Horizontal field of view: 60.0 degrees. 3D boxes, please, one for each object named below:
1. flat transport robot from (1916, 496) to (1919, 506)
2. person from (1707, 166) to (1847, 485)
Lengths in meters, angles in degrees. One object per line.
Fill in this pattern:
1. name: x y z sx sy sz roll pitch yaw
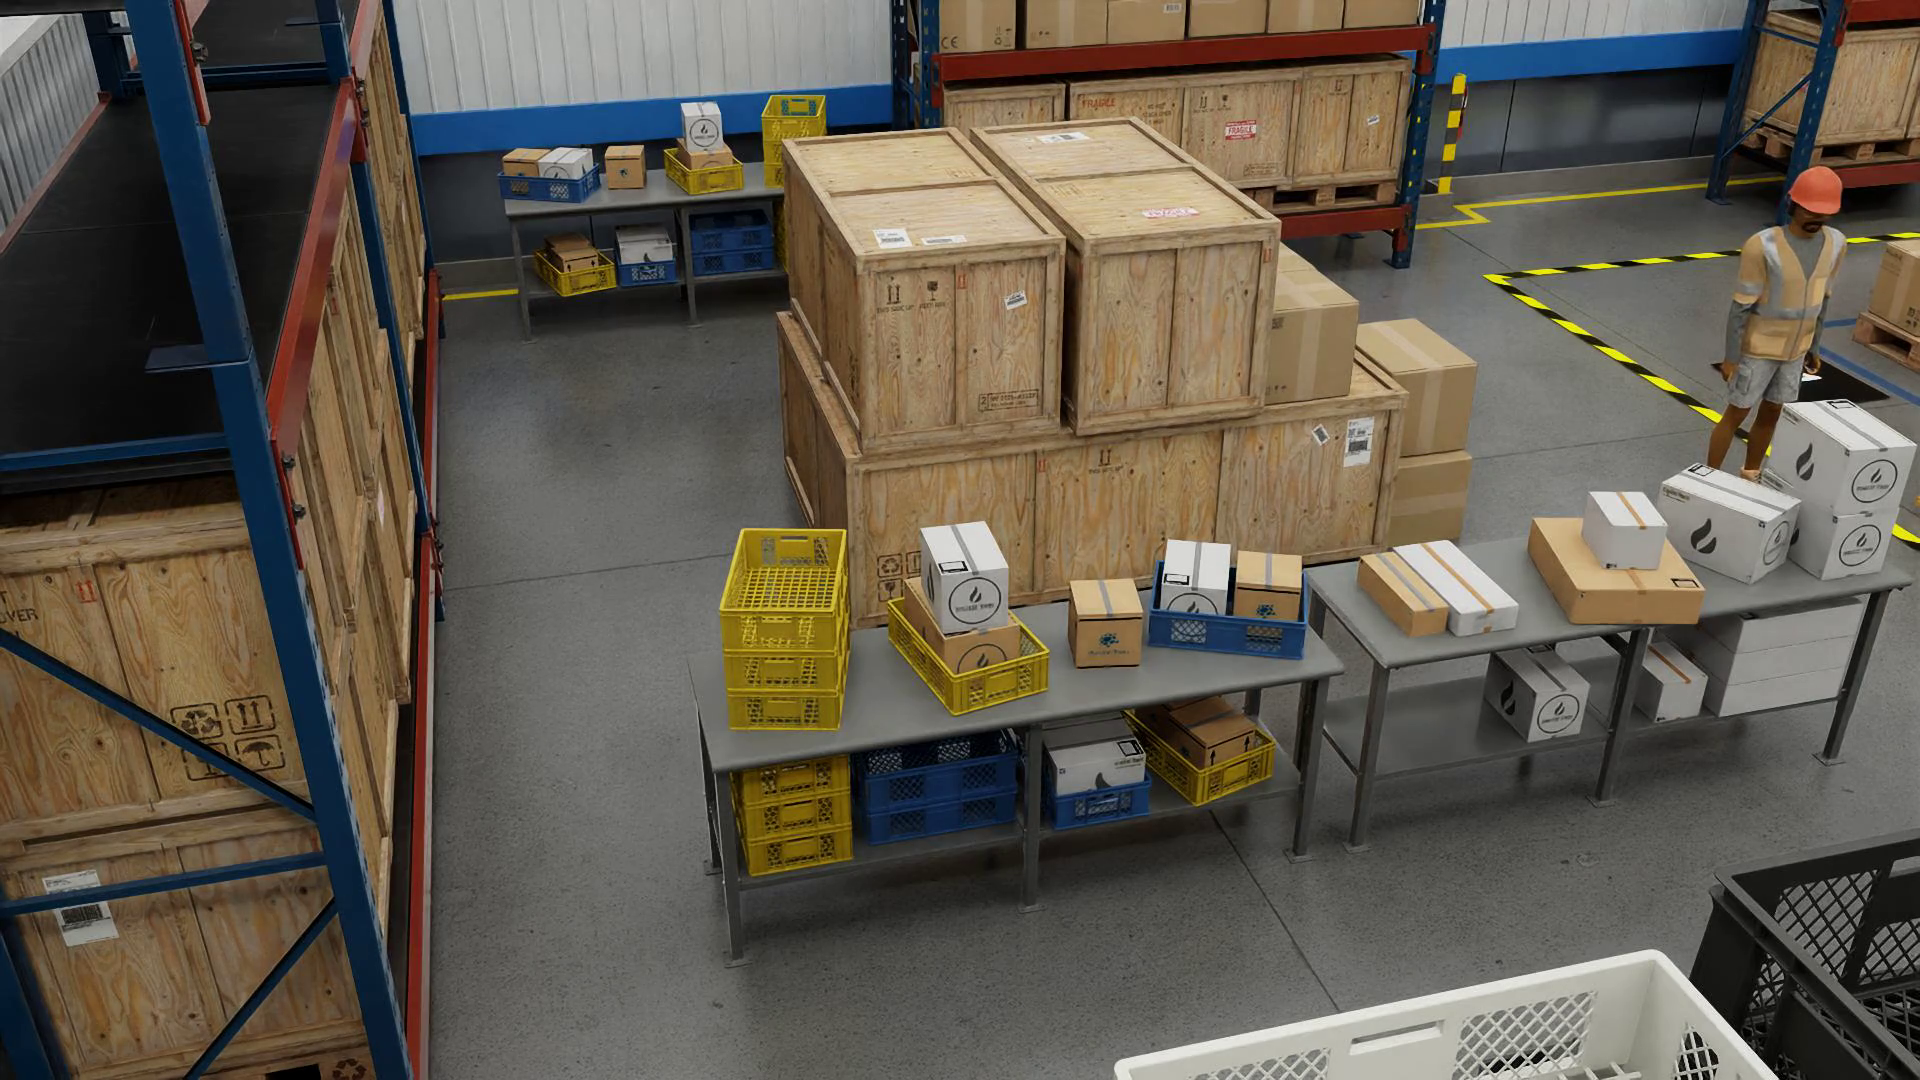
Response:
1. flat transport robot: 6.309 -0.220 9.486 1.431 0.197 0.652 -7 30 -13
2. person: 4.528 -1.068 9.220 0.614 2.040 0.371 -6 29 -11
